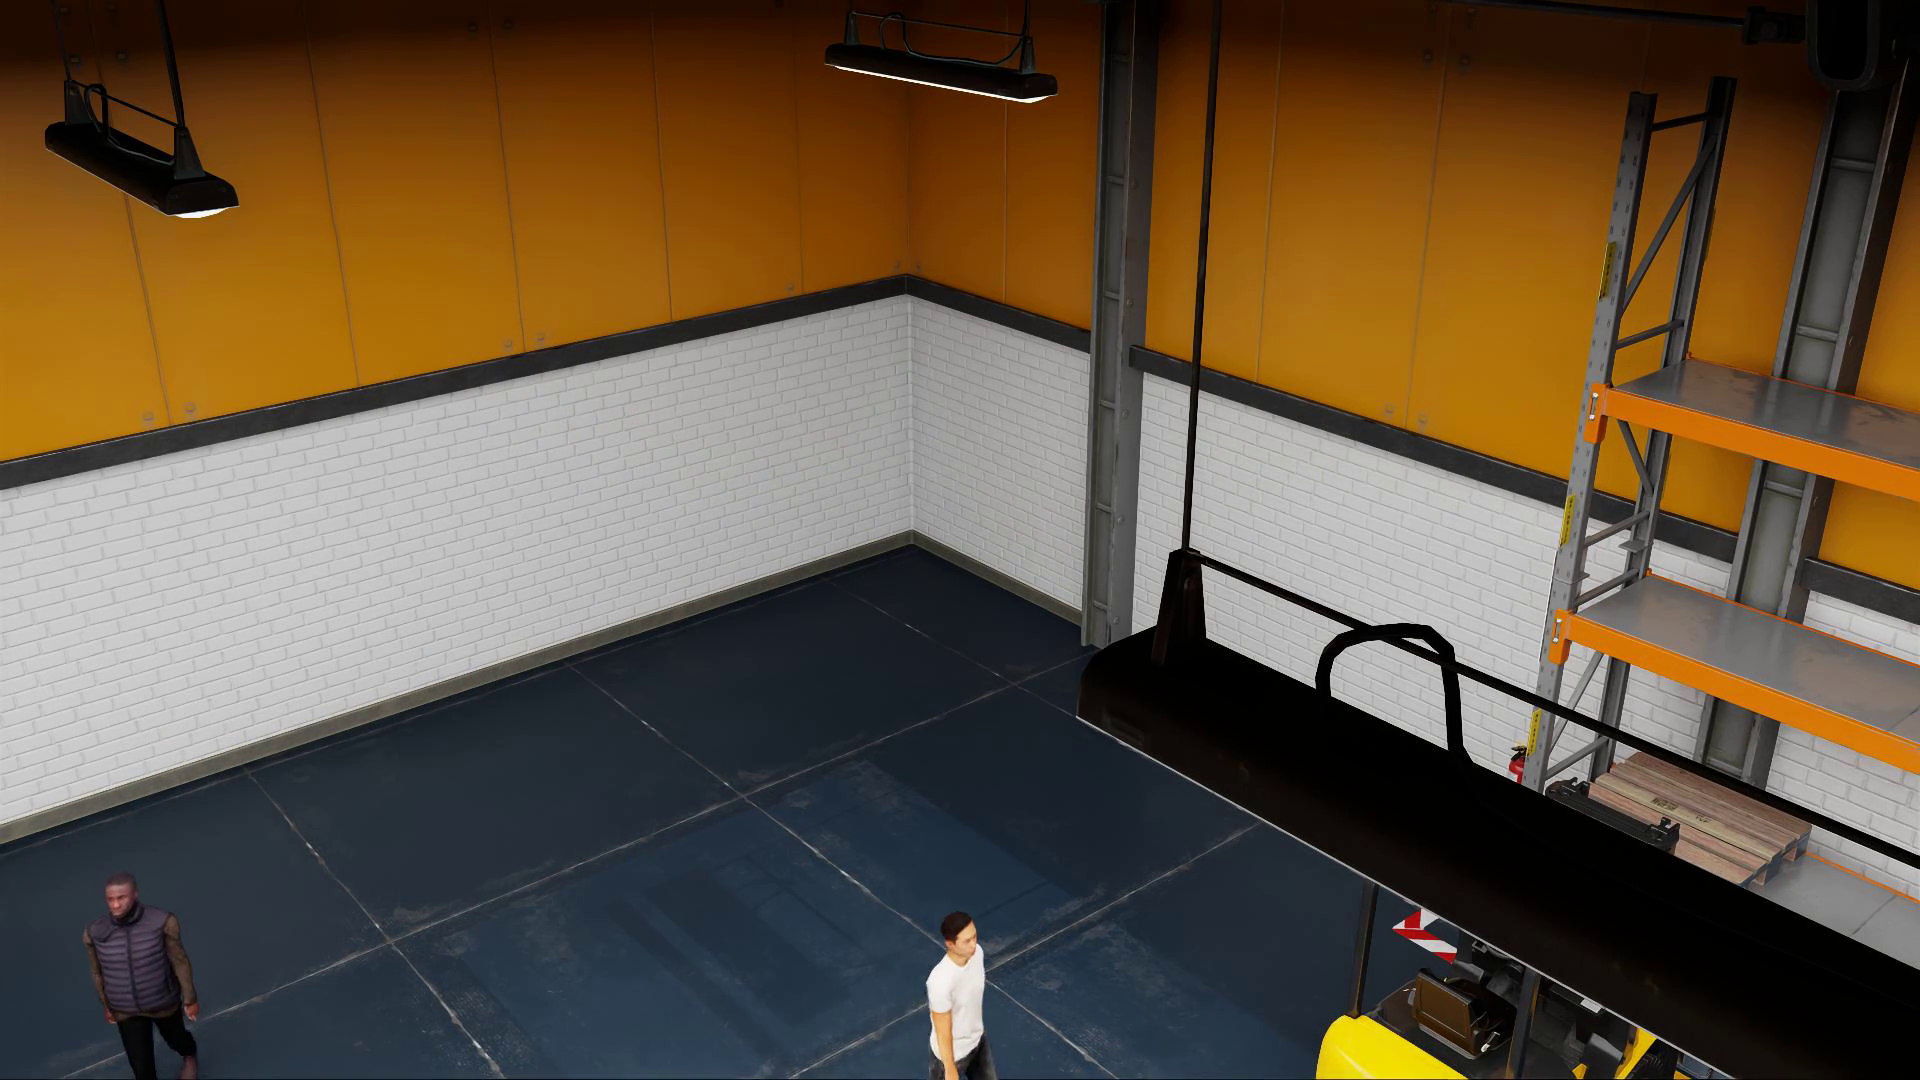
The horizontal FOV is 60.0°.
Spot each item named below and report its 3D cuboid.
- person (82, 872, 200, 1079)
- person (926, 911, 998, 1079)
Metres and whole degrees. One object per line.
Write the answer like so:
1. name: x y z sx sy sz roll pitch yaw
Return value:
1. person: -4.857 2.743 10.014 1.031 1.802 1.271 -6 24 -14
2. person: -0.092 2.896 9.701 1.072 1.772 0.850 15 28 31
